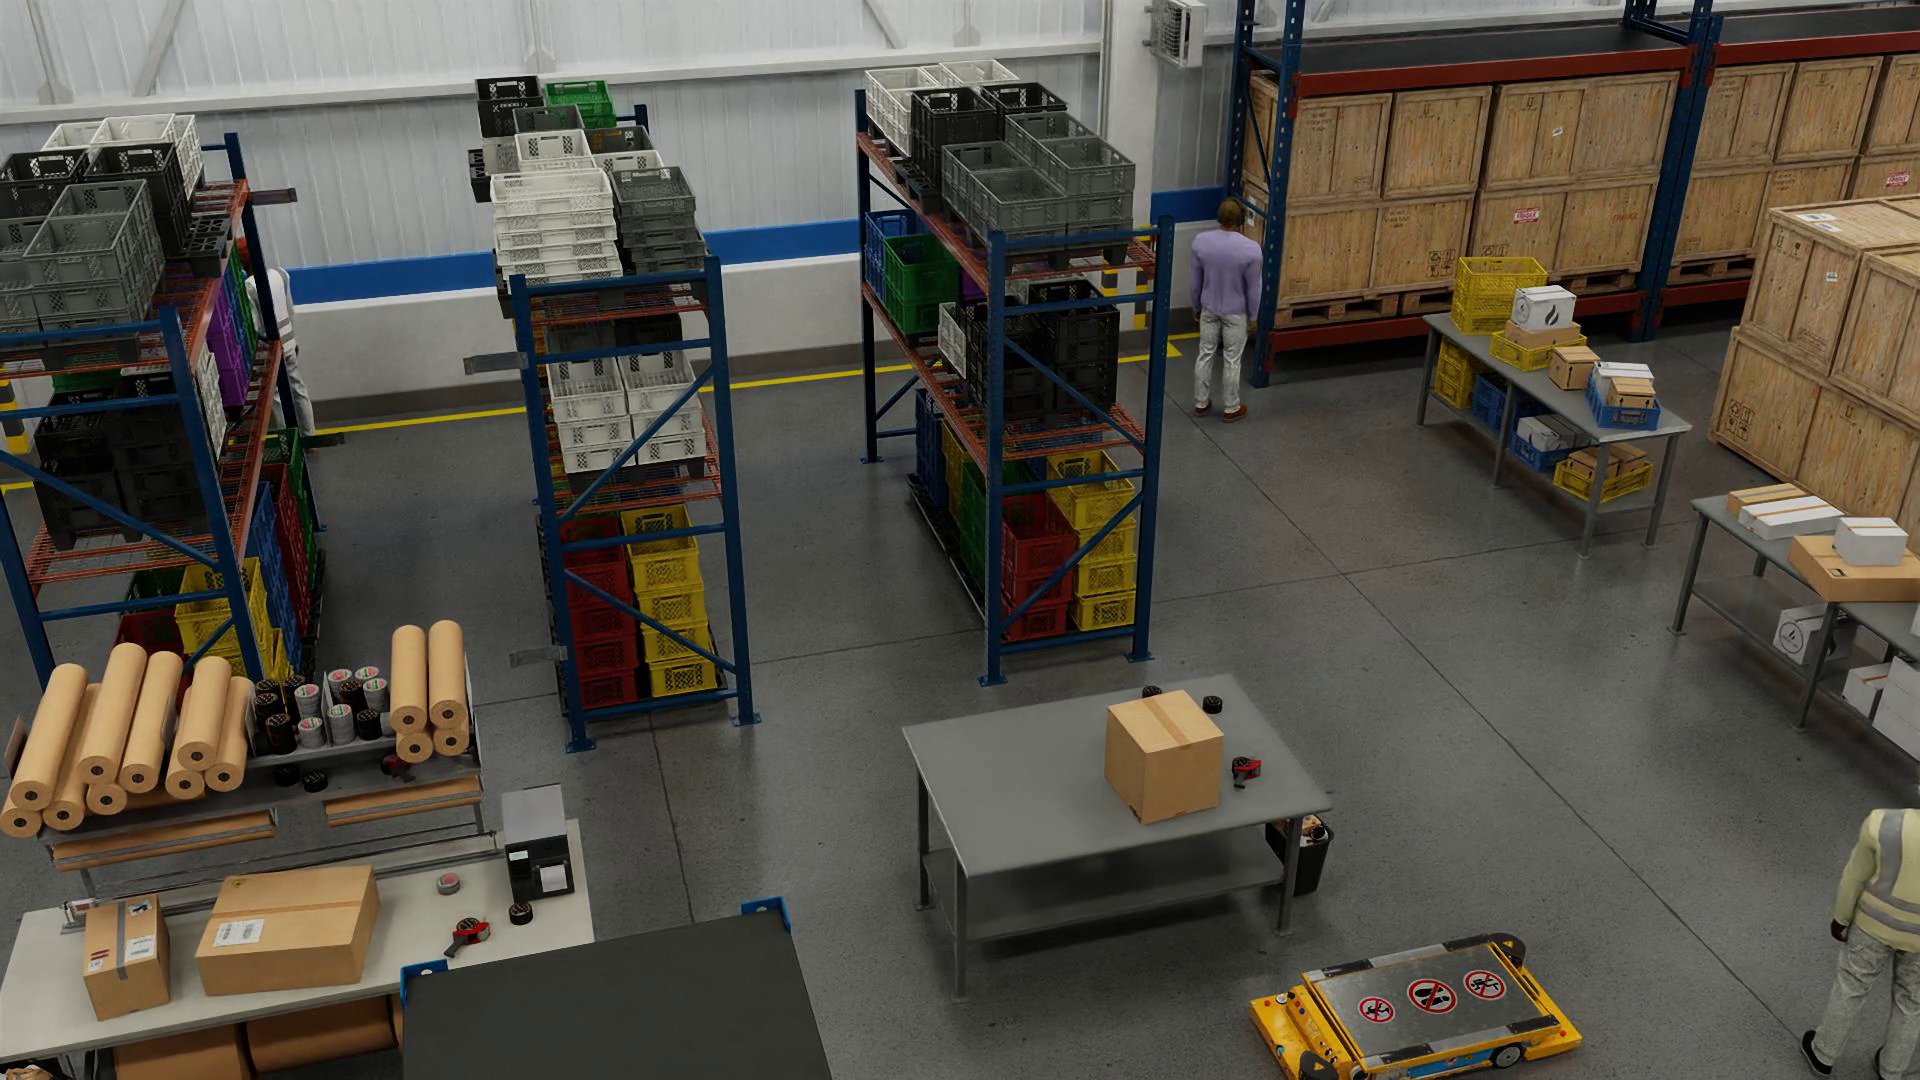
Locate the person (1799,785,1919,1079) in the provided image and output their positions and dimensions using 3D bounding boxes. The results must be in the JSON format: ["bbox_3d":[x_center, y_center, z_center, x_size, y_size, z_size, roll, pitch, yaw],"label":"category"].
[{"bbox_3d":[4.226,1.699,7.441,0.590,1.823,0.403,11,31,19],"label":"person"}]

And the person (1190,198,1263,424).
[{"bbox_3d":[2.210,-1.920,13.909,0.631,1.940,0.372,16,32,26],"label":"person"}]

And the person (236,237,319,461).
[{"bbox_3d":[-5.455,-1.498,13.193,0.353,1.886,0.572,9,30,16],"label":"person"}]

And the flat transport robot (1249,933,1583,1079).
[{"bbox_3d":[2.184,2.282,7.980,1.431,0.197,0.652,-8,30,-14],"label":"flat transport robot"}]
